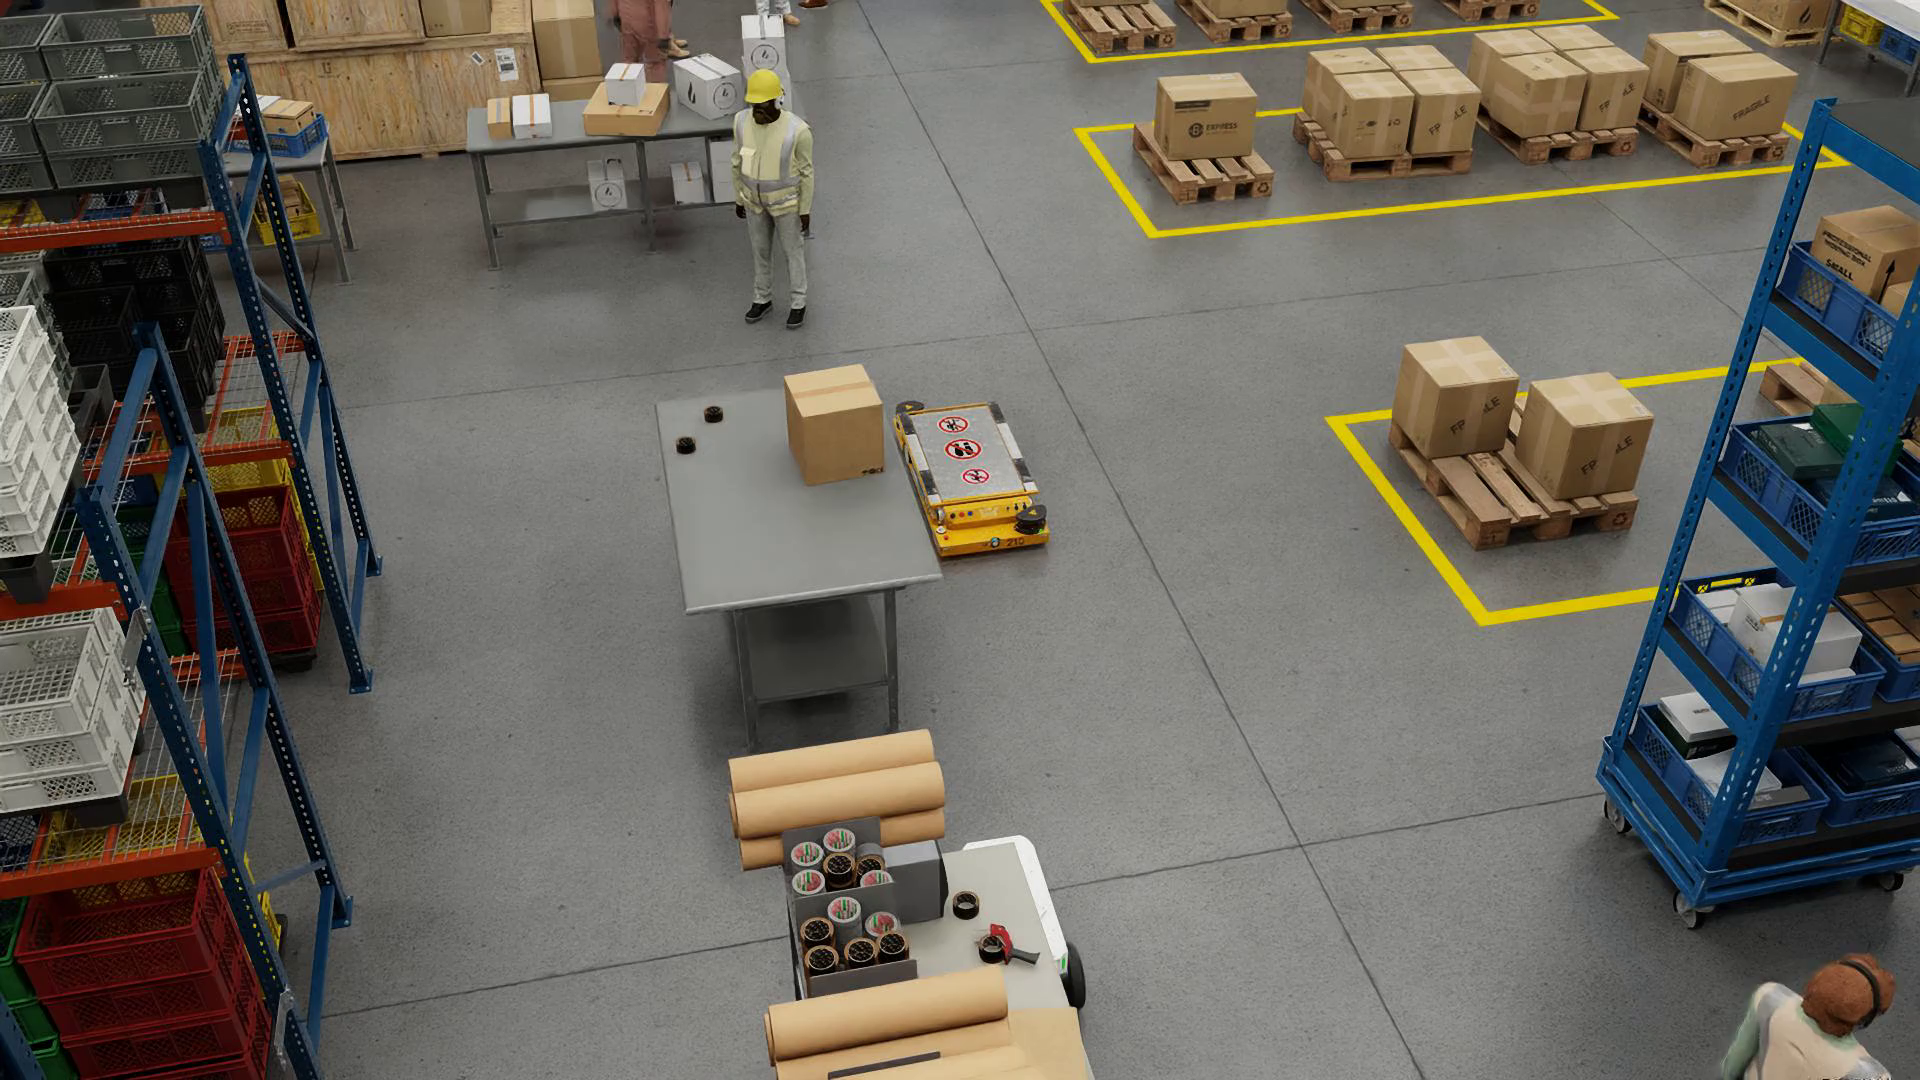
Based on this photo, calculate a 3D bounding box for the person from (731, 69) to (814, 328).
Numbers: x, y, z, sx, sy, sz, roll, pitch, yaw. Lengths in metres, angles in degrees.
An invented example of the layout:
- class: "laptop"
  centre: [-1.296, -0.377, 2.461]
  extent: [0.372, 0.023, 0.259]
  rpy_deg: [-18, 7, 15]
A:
- class: "person"
  centre: [-1.283, -2.321, 11.350]
  extent: [0.590, 1.833, 0.404]
  rpy_deg: [11, 38, 15]

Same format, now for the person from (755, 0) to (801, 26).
- class: "person"
  centre: [-1.816, -5.865, 16.119]
  extent: [0.431, 1.836, 0.619]
  rpy_deg: [23, 42, 28]

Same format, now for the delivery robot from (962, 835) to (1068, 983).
- class: "delivery robot"
  centre: [0.219, 1.590, 7.081]
  extent: [0.477, 0.478, 0.707]
  rpy_deg: [-7, 37, -9]

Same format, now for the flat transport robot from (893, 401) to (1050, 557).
- class: "flat transport robot"
  centre: [0.046, -0.430, 10.108]
  extent: [0.652, 0.197, 1.431]
  rpy_deg: [-8, 37, -10]

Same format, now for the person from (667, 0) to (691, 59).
- class: "person"
  centre: [-2.762, -5.403, 15.604]
  extent: [0.320, 1.698, 0.531]
  rpy_deg: [-6, 37, -8]

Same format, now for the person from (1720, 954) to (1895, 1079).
- class: "person"
  centre: [2.832, 2.010, 5.697]
  extent: [0.454, 1.633, 0.533]
  rpy_deg: [-18, 40, -23]

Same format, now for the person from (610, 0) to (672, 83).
- class: "person"
  centre: [-2.735, -4.383, 14.107]
  extent: [0.698, 1.869, 0.651]
  rpy_deg: [30, 46, 34]

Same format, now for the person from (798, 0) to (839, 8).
- class: "person"
  centre: [-1.474, -6.263, 16.634]
  extent: [0.370, 1.854, 0.526]
  rpy_deg: [14, 39, 18]
